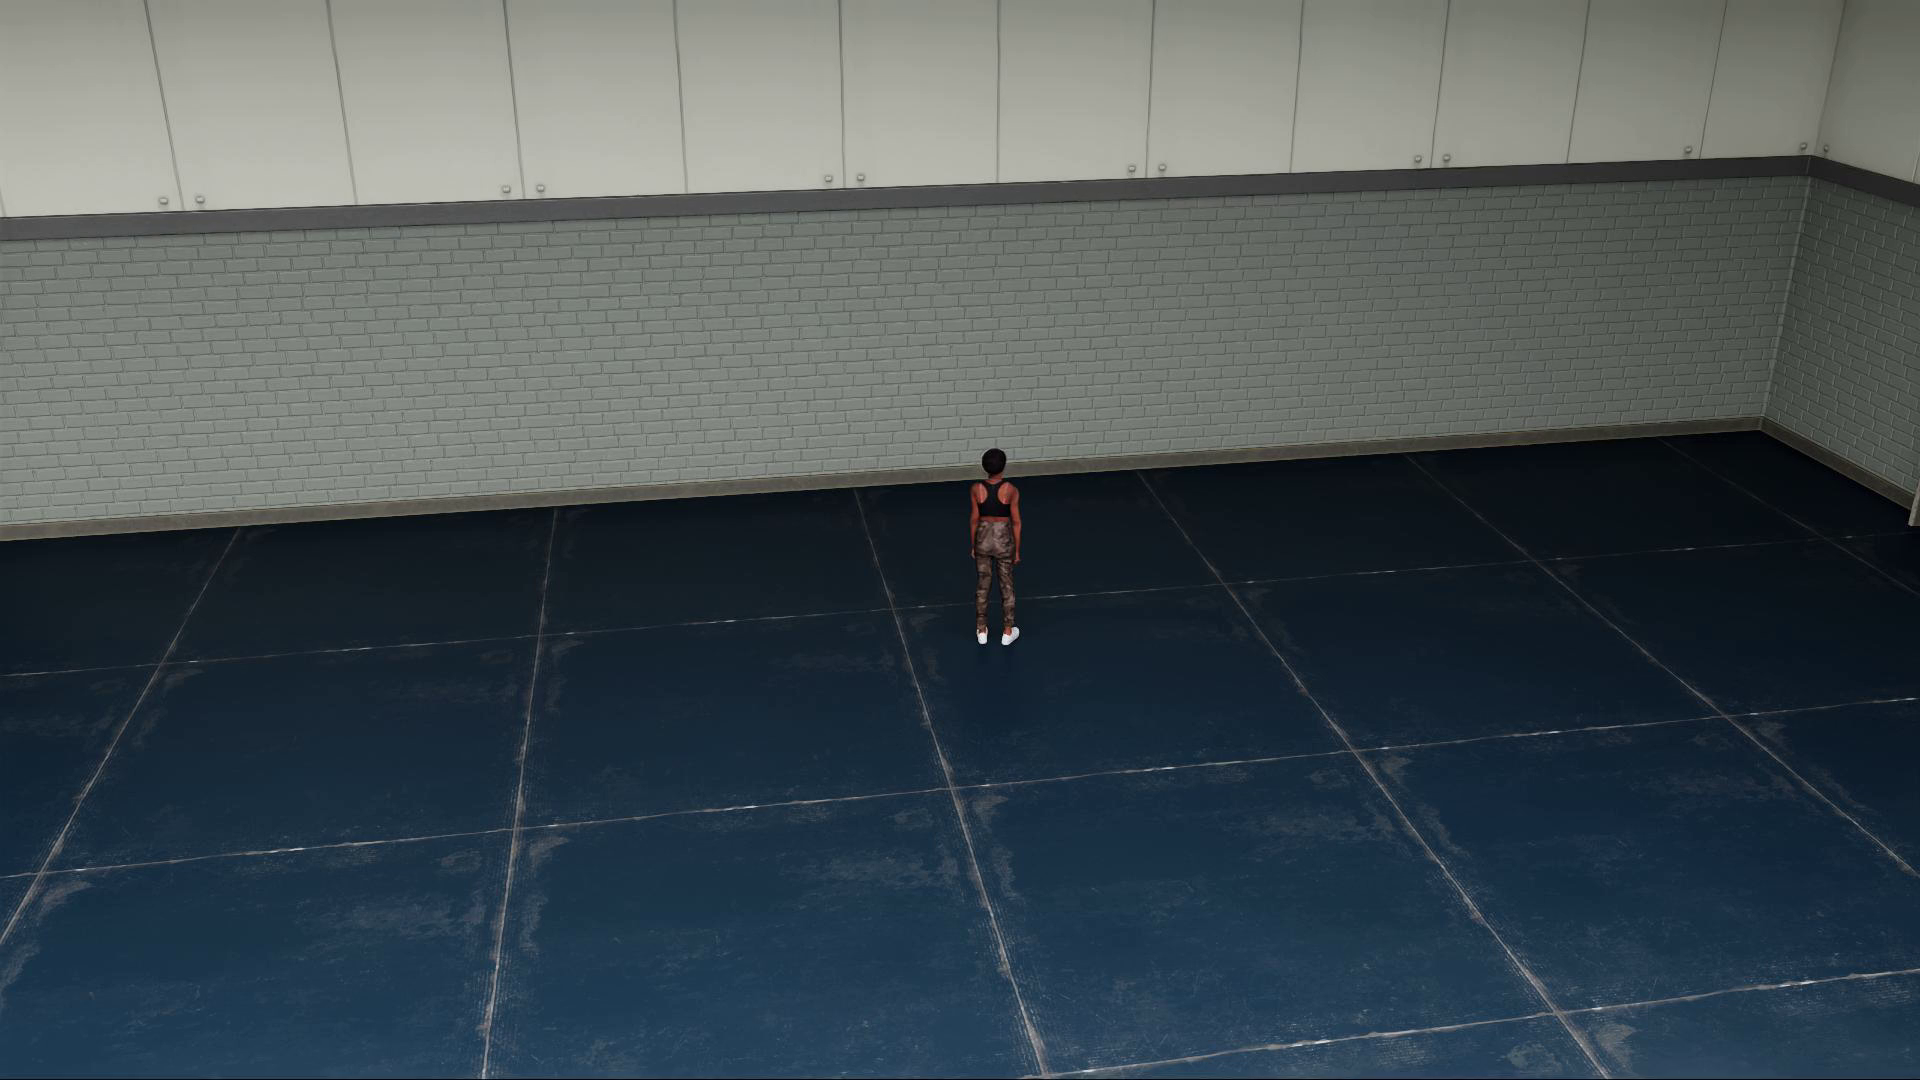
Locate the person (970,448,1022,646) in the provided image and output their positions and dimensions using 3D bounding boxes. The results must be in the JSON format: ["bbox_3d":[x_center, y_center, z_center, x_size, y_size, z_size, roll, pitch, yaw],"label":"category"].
[{"bbox_3d":[0.283,0.049,13.580,0.641,1.697,0.638,4,23,9],"label":"person"}]
